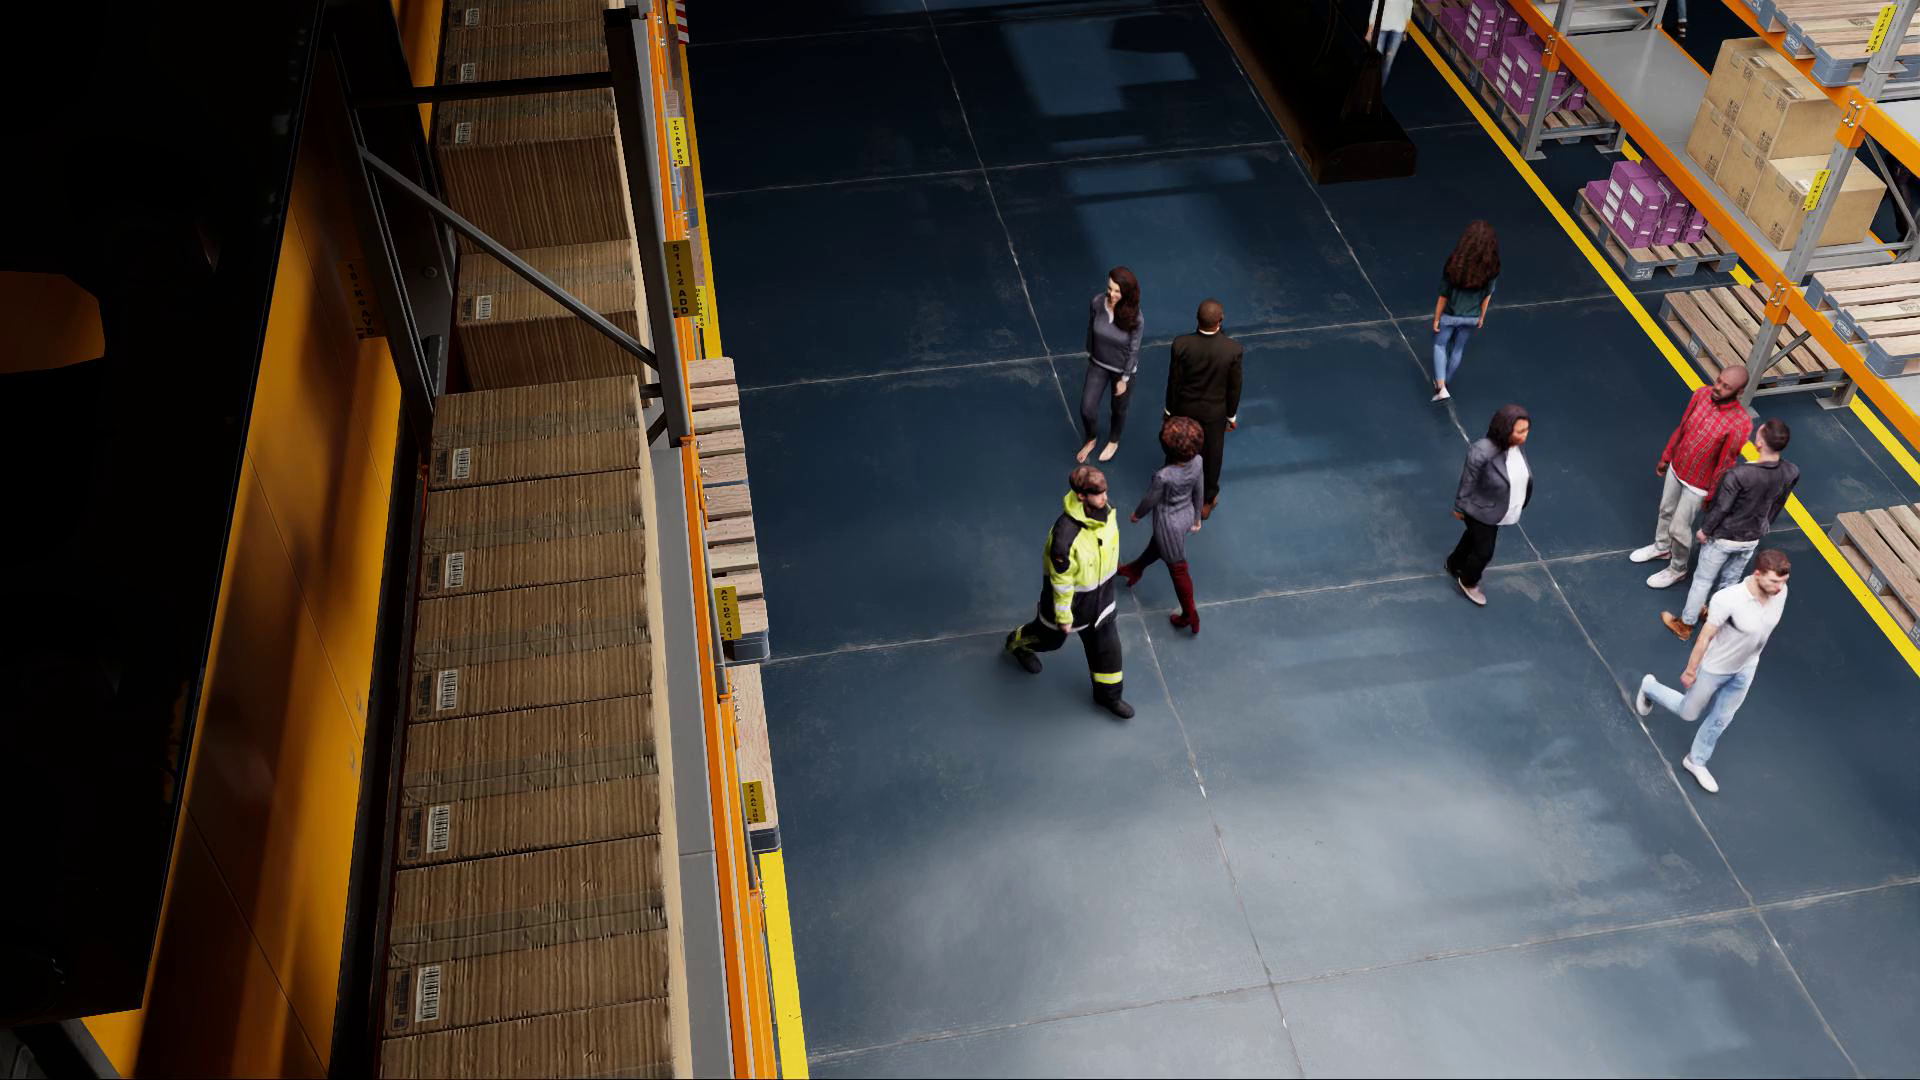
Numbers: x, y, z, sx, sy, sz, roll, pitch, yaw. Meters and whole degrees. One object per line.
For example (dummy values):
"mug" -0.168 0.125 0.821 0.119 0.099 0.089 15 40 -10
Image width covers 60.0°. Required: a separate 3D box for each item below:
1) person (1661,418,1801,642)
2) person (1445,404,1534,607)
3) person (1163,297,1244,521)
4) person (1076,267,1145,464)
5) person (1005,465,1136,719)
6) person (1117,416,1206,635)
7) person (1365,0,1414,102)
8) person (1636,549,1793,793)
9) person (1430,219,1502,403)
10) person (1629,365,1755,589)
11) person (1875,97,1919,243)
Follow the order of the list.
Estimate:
"person" 5.099 -0.046 10.934 0.645 1.835 0.529 -7 44 -7
"person" 3.557 -0.299 11.382 0.816 1.583 0.848 -30 51 -28
"person" 1.699 -0.921 11.802 0.754 1.905 0.723 5 44 5
"person" 1.175 -1.340 12.347 0.730 1.759 0.775 19 47 19
"person" 0.671 0.278 10.519 1.372 1.938 1.232 33 52 30
"person" 1.476 -0.033 11.038 0.930 1.671 1.113 -32 52 -29
"person" 4.175 -5.062 16.343 0.579 1.636 0.721 -6 44 -7
"person" 4.612 0.698 10.153 0.726 1.834 1.032 -12 45 -12
"person" 3.875 -1.704 12.842 0.700 1.605 0.858 3 44 3
"person" 5.054 -0.481 11.403 0.745 1.818 0.551 -13 45 -14
"person" 8.402 -3.482 14.558 0.732 1.810 1.175 -7 44 -7
